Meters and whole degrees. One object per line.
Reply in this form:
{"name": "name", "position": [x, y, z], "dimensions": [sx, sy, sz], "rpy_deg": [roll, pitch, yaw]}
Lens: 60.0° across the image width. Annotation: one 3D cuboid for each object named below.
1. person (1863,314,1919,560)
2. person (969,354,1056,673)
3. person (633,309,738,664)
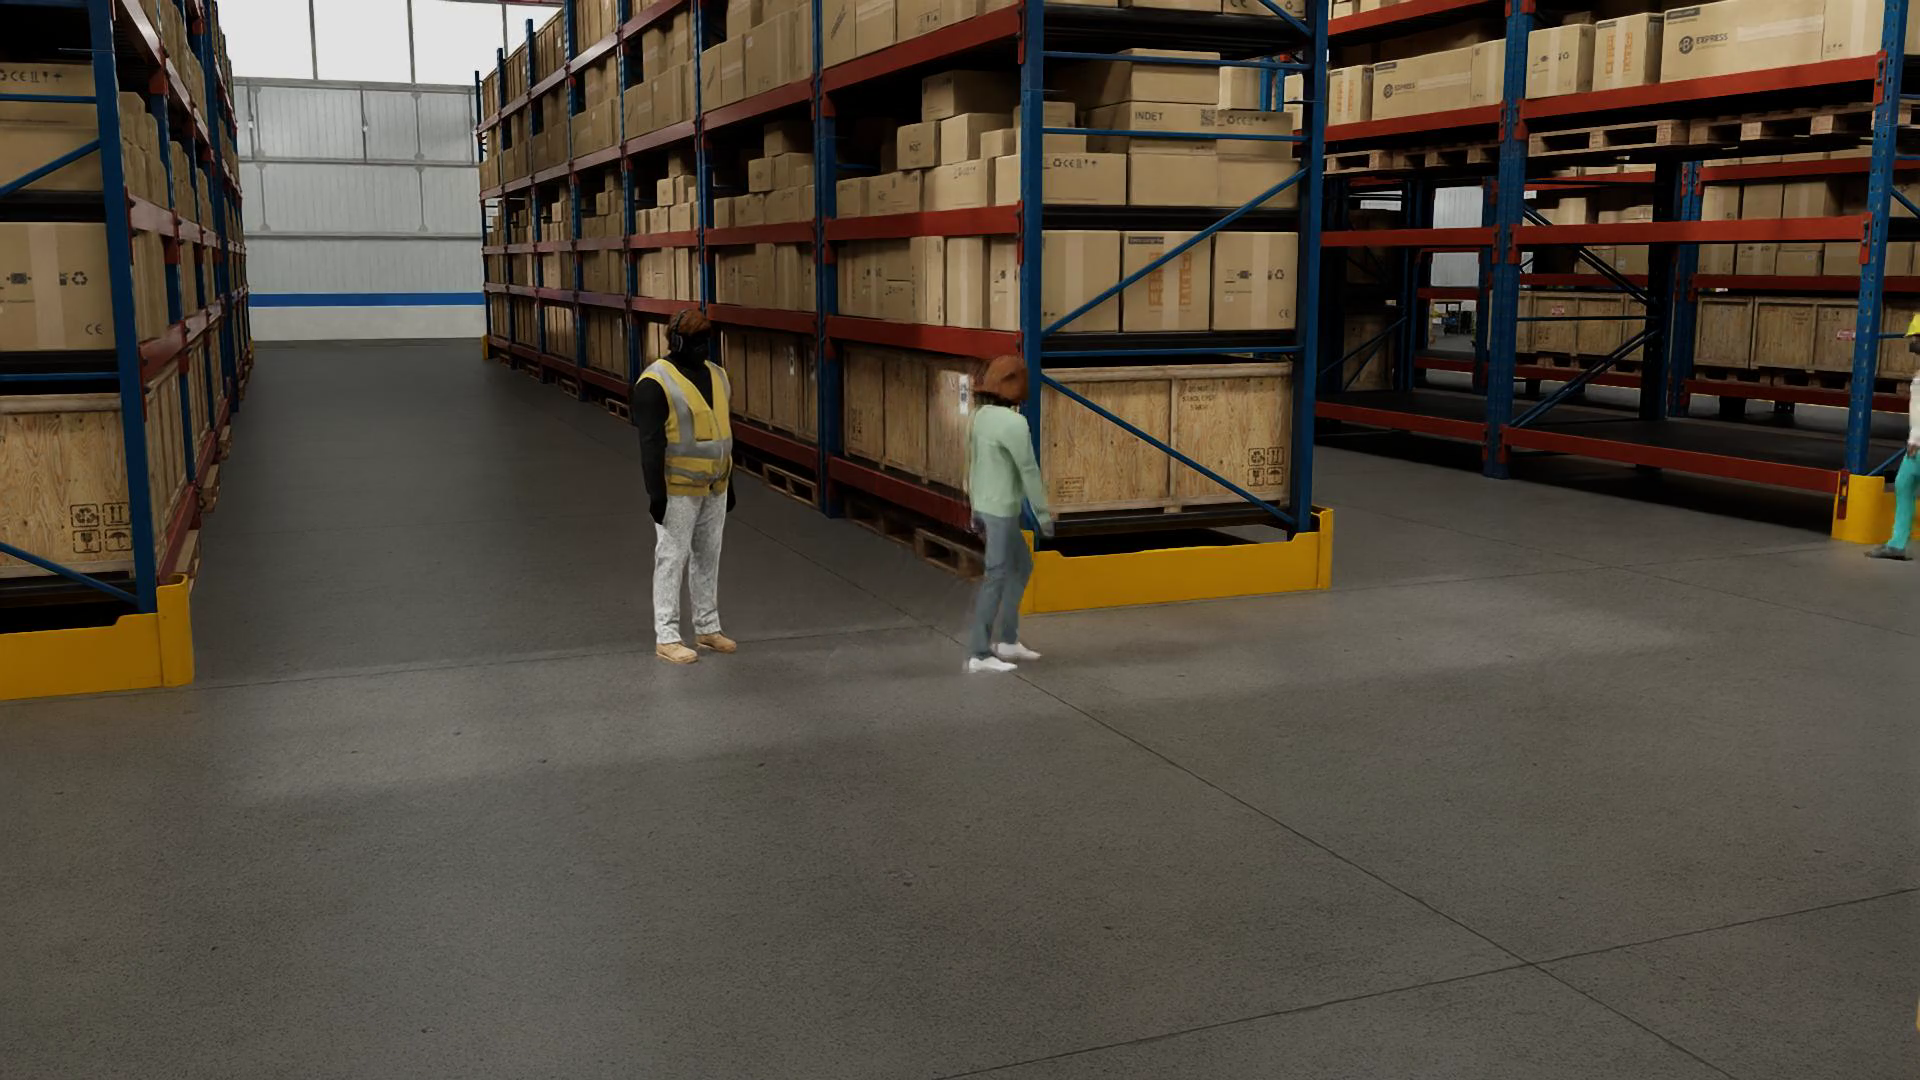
{"name": "person", "position": [6.756, -0.695, 11.448], "dimensions": [0.756, 1.727, 0.539], "rpy_deg": [5, 11, 27]}
{"name": "person", "position": [0.278, -0.125, 8.396], "dimensions": [0.562, 1.613, 0.505], "rpy_deg": [-3, 10, -17]}
{"name": "person", "position": [-1.401, -0.279, 8.682], "dimensions": [0.431, 1.836, 0.618], "rpy_deg": [6, 11, 33]}
